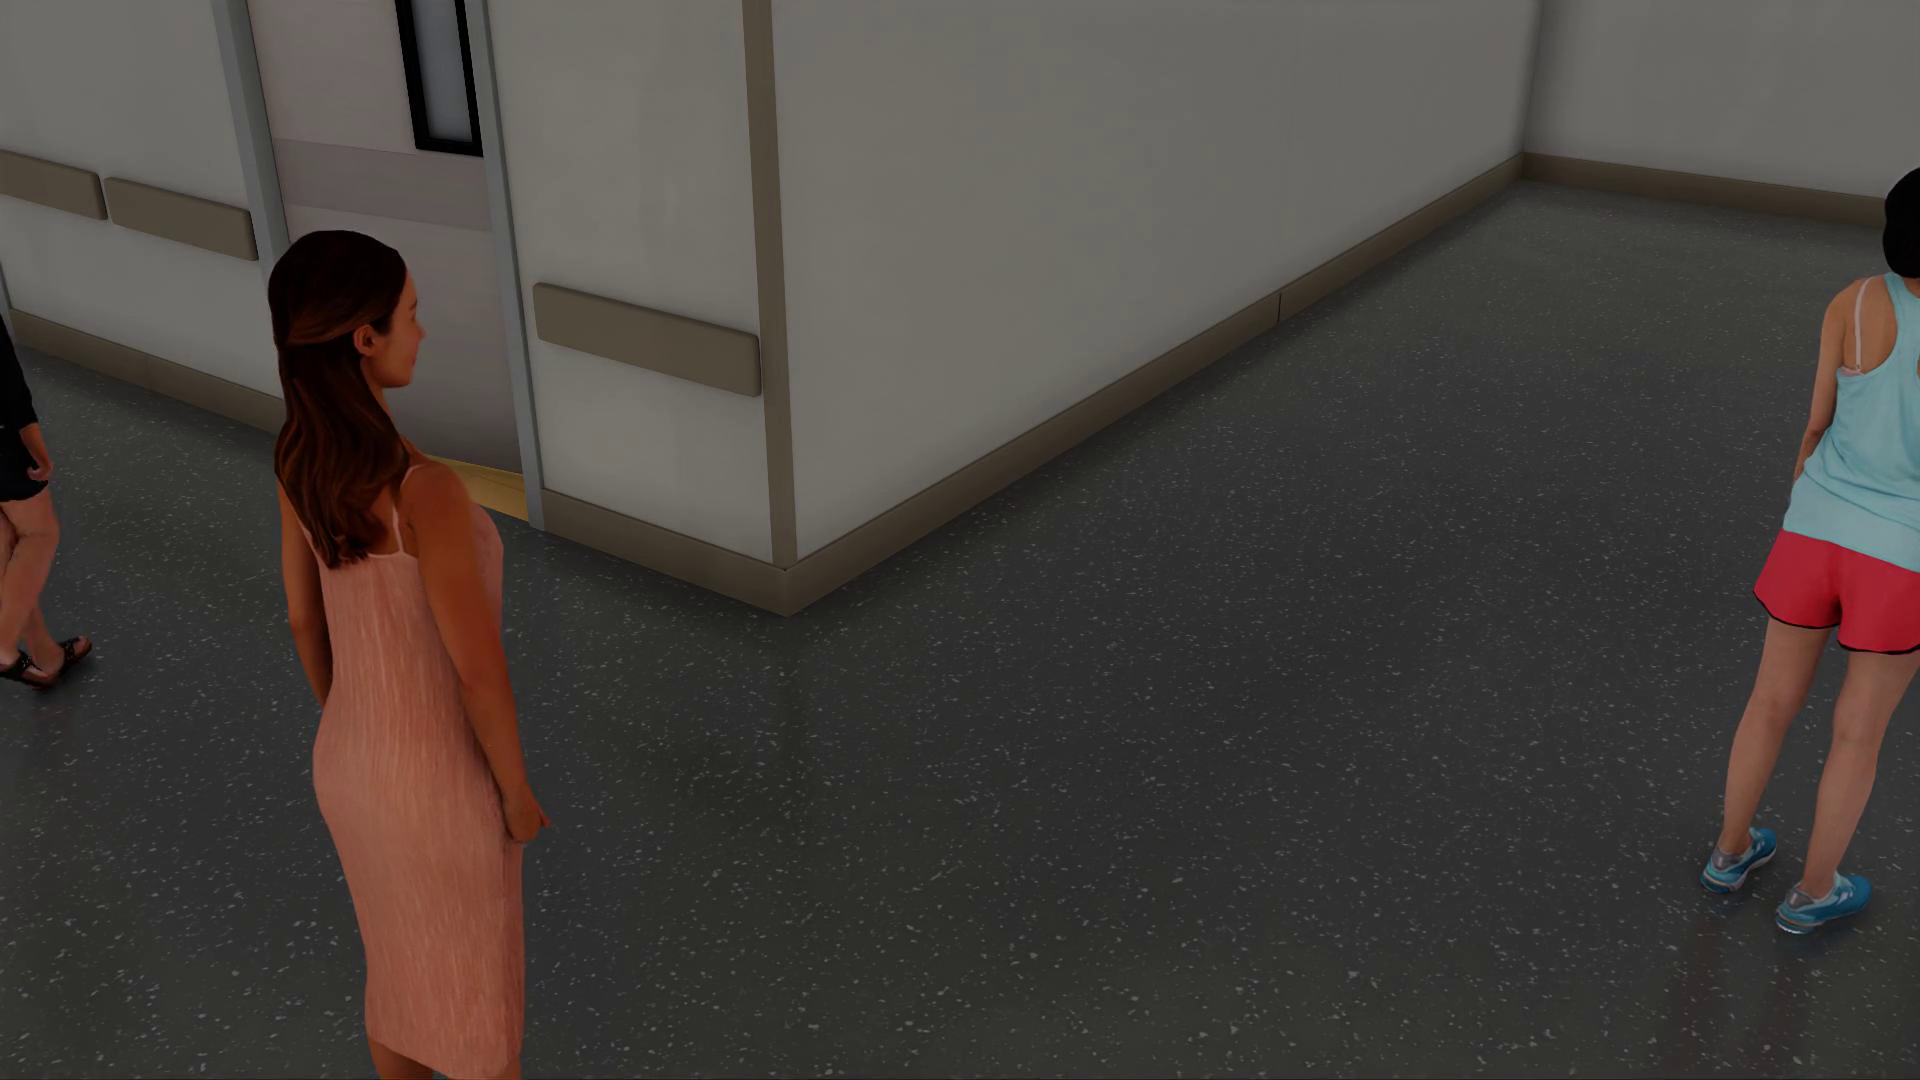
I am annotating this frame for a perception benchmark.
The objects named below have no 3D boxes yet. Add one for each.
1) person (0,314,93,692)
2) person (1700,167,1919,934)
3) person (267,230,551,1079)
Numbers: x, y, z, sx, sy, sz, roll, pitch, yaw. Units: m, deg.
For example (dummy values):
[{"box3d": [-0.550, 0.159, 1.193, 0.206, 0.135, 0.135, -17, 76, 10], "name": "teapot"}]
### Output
[{"box3d": [-2.678, -0.246, 4.411, 0.766, 1.534, 0.842, 1, 26, 2], "name": "person"}, {"box3d": [1.937, 0.038, 3.558, 0.641, 1.764, 0.633, -18, 31, -33], "name": "person"}, {"box3d": [-0.900, 0.401, 2.726, 0.581, 1.832, 0.512, 16, 30, 29], "name": "person"}]
